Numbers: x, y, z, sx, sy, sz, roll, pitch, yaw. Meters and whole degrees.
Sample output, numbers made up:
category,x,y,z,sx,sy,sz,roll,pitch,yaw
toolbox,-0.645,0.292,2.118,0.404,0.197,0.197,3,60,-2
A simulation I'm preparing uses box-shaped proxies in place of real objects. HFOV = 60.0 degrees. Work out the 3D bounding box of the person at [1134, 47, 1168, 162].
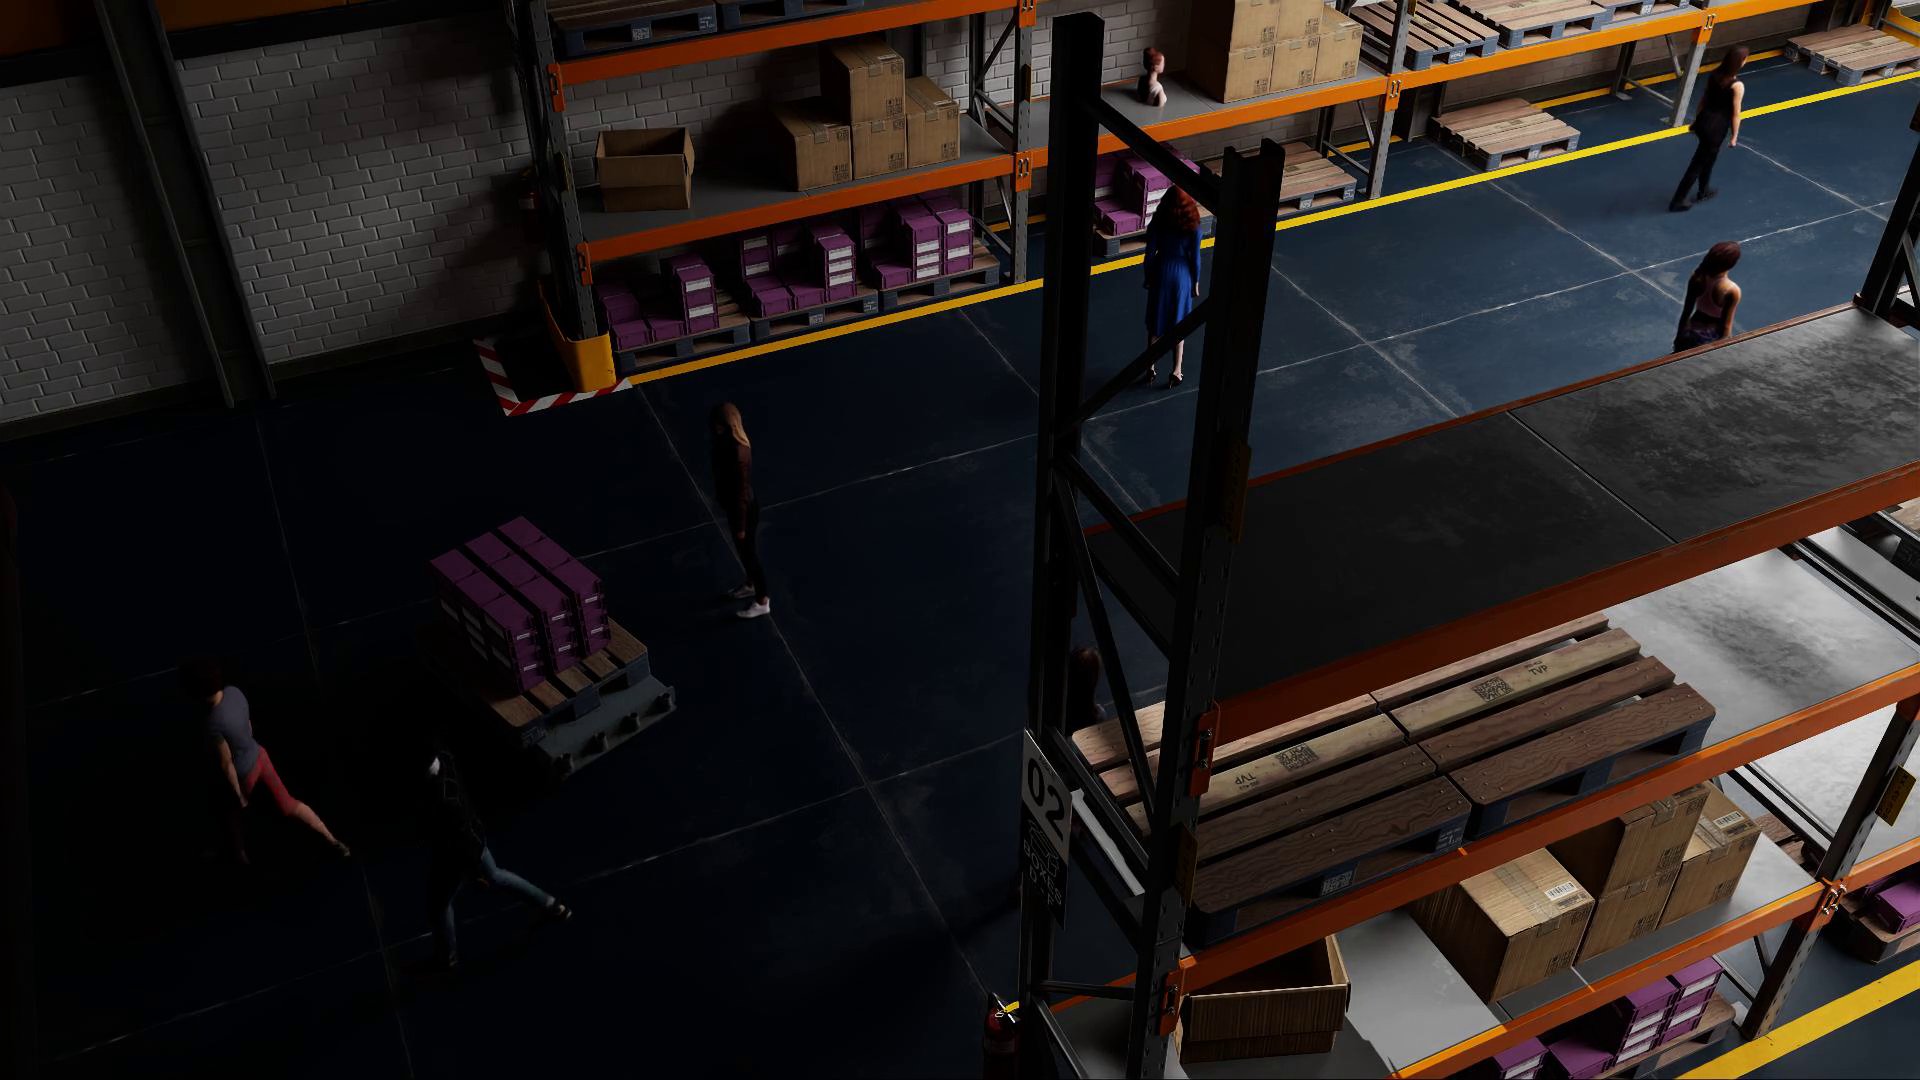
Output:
category,x,y,z,sx,sy,sz,roll,pitch,yaw
person,1.760,-3.815,15.787,0.488,1.793,0.545,-16,41,-19

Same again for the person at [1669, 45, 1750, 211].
category,x,y,z,sx,sy,sz,roll,pitch,yaw
person,7.183,-3.941,16.044,0.860,1.670,0.668,-11,40,-14

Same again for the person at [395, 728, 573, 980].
category,x,y,z,sx,sy,sz,roll,pitch,yaw
person,-2.602,1.639,8.959,1.230,1.791,0.807,-10,40,-12

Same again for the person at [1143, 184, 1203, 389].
category,x,y,z,sx,sy,sz,roll,pitch,yaw
person,1.710,-2.062,13.565,0.709,1.827,0.775,11,40,14

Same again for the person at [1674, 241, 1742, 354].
category,x,y,z,sx,sy,sz,roll,pitch,yaw
person,5.756,-1.525,12.941,0.579,1.767,0.606,-25,45,-28

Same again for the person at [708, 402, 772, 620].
category,x,y,z,sx,sy,sz,roll,pitch,yaw
person,-1.495,-0.213,11.350,0.532,1.703,0.618,-12,40,-15

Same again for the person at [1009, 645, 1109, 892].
category,x,y,z,sx,sy,sz,roll,pitch,yaw
person,0.562,1.334,9.419,1.125,1.693,0.746,-24,45,-27

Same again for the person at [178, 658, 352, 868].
category,x,y,z,sx,sy,sz,roll,pitch,yaw
person,-4.003,1.330,9.485,1.220,1.617,1.011,5,39,6
